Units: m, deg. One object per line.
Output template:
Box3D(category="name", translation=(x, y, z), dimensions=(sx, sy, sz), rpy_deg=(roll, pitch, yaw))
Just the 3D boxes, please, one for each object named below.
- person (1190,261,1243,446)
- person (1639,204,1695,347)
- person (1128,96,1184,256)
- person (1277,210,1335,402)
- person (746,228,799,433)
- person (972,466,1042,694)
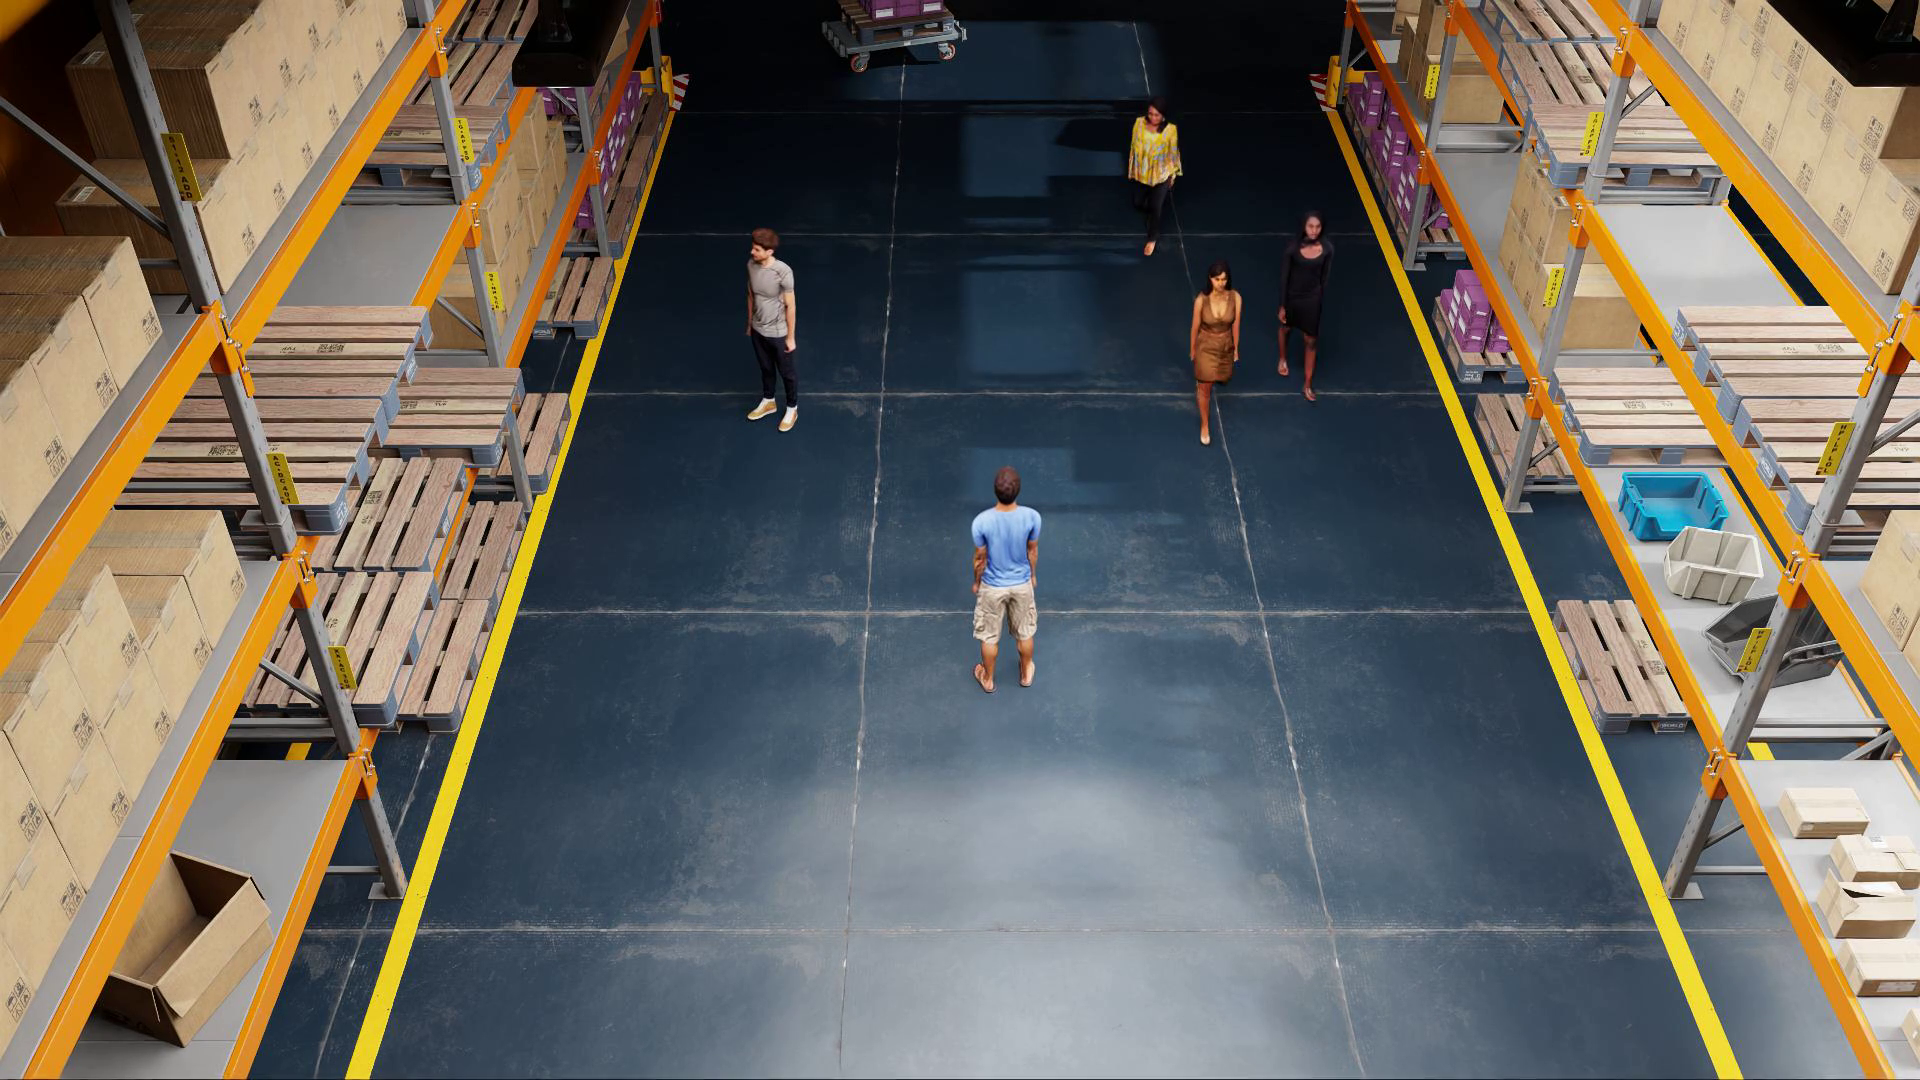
Box3D(category="person", translation=(2.134, -1.639, 14.069), dimensions=(0.640, 1.672, 0.929), rpy_deg=(-4, 39, -5))
Box3D(category="person", translation=(6.392, -2.314, 14.912), dimensions=(0.683, 1.675, 0.801), rpy_deg=(-4, 39, -5))
Box3D(category="person", translation=(1.956, -3.688, 16.660), dimensions=(0.894, 1.639, 1.006), rpy_deg=(15, 41, 18))
Box3D(category="person", translation=(2.984, -2.162, 14.710), dimensions=(0.618, 1.689, 0.988), rpy_deg=(0, 39, 0))
Box3D(category="person", translation=(-1.591, -1.815, 14.112), dimensions=(0.741, 1.892, 0.760), rpy_deg=(24, 44, 27))
Box3D(category="person", translation=(0.321, 0.286, 11.505), dimensions=(0.688, 1.863, 0.620), rpy_deg=(-6, 39, -8))
